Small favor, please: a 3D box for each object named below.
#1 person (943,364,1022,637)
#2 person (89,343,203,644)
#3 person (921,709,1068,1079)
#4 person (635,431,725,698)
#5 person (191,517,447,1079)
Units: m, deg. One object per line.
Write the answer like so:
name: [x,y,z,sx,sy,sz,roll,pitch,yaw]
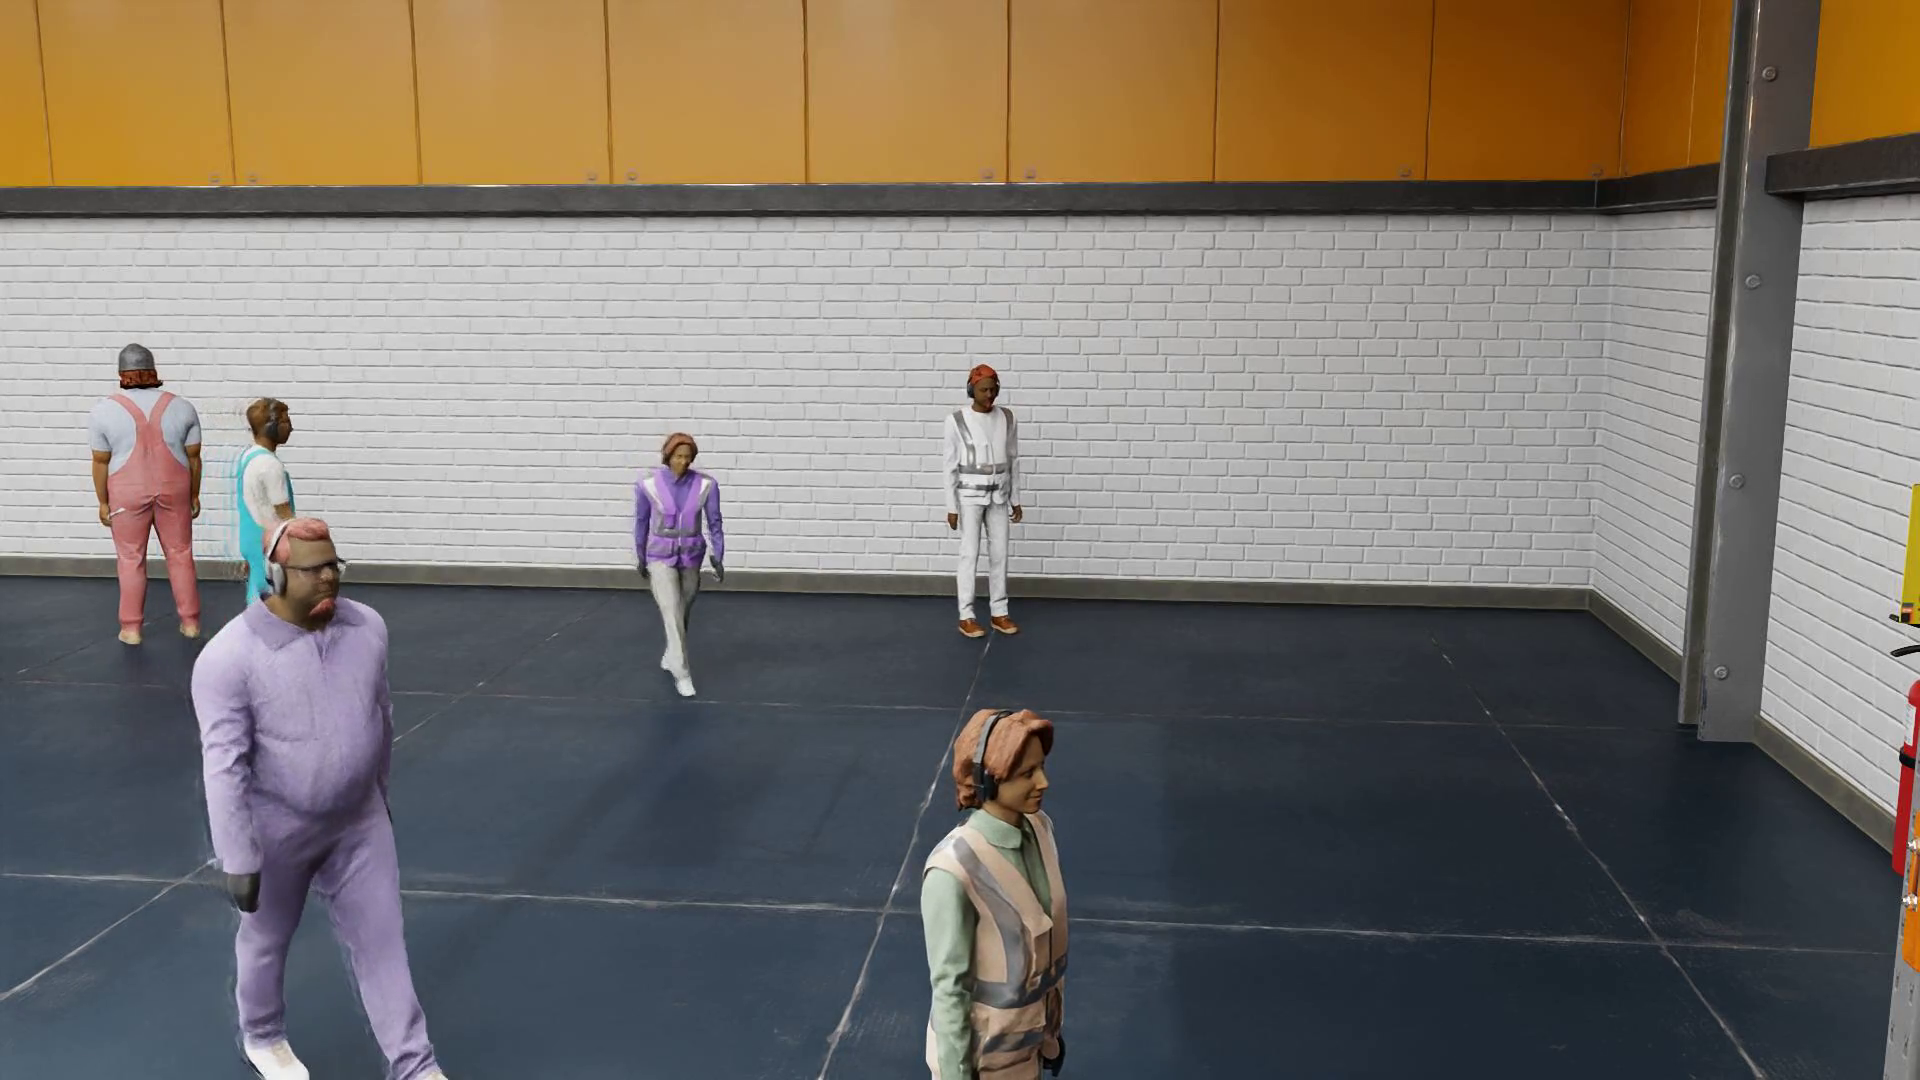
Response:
person: [0.154,-0.267,11.424,0.585,1.878,0.364,-6,11,-29]
person: [-5.510,-0.328,11.289,0.683,2.000,0.535,-7,12,-35]
person: [0.084,1.180,3.797,0.310,1.642,0.514,5,11,27]
person: [-1.726,0.100,10.182,0.522,1.580,0.887,-4,11,-20]
person: [-1.931,0.854,5.042,1.015,1.852,0.670,8,12,37]
